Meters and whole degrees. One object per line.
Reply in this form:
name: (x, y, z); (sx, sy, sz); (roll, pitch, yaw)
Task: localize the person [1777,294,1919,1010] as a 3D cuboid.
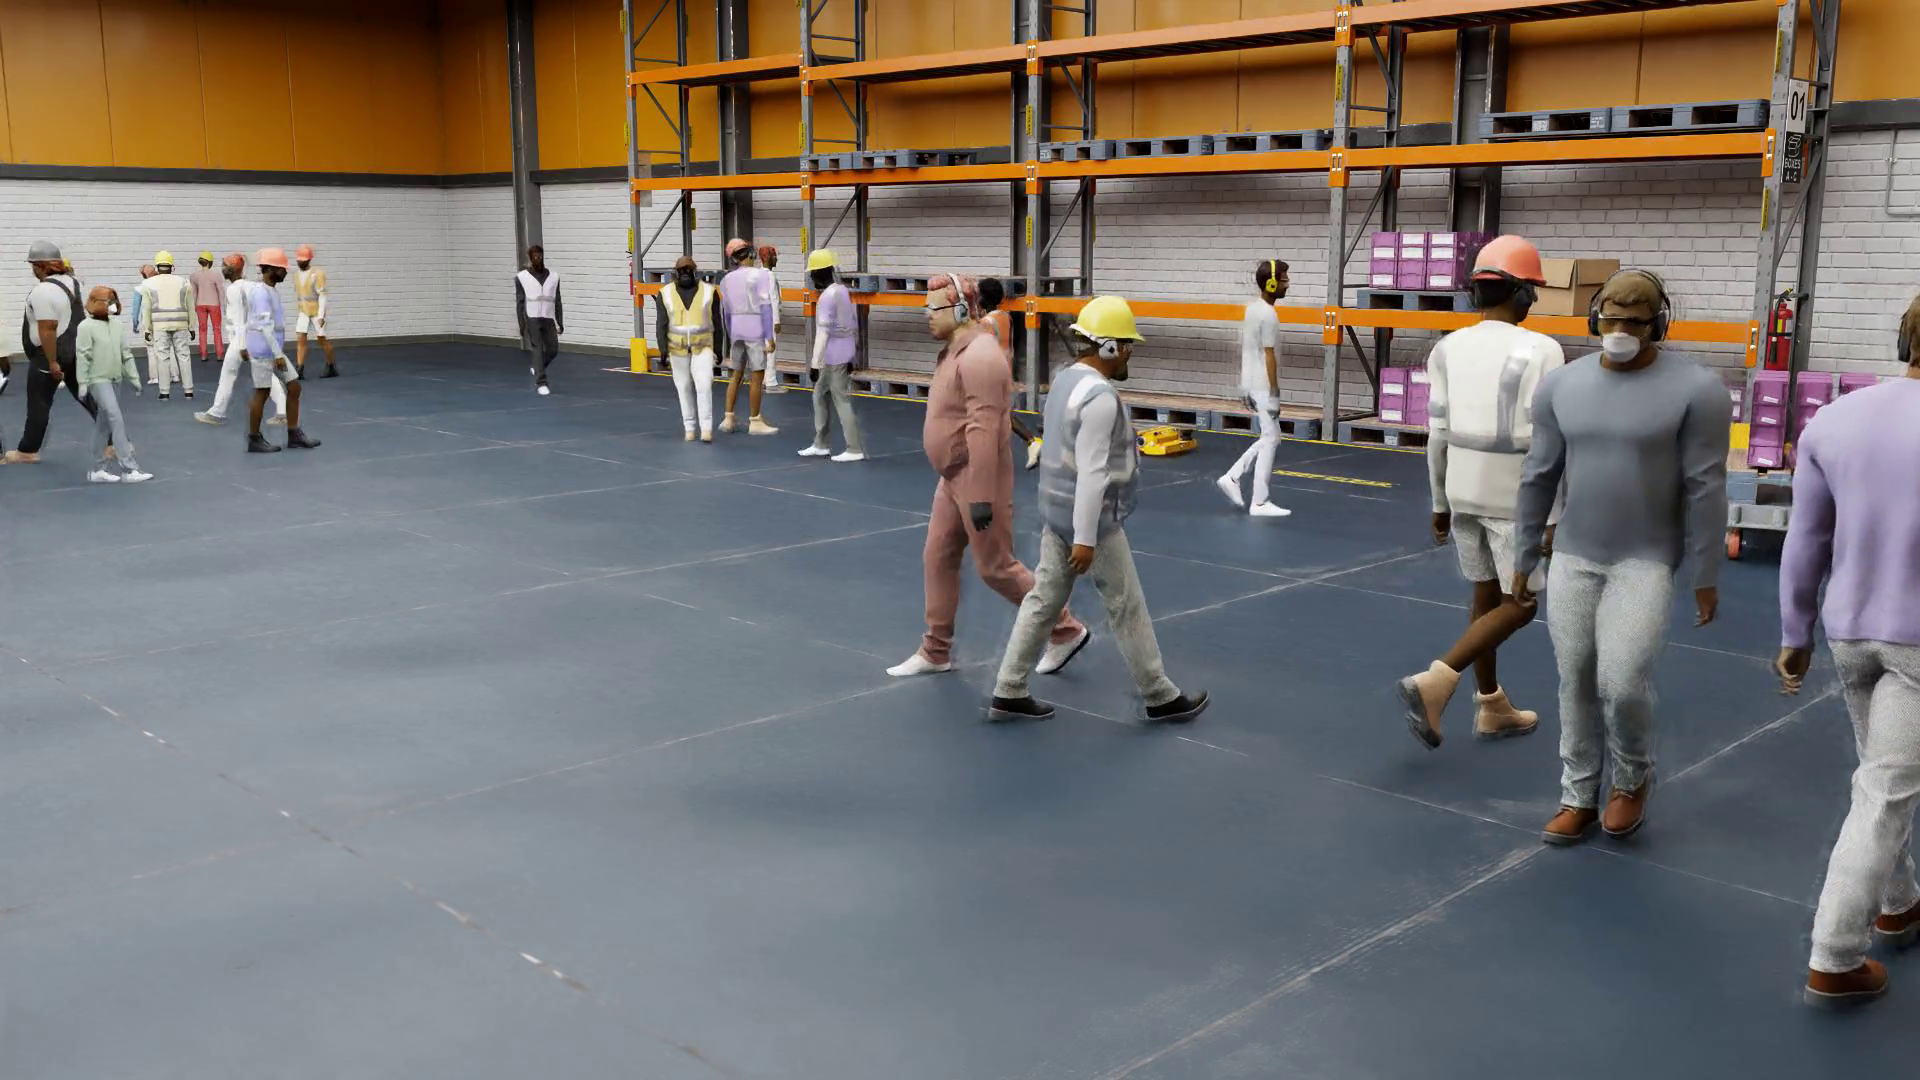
person: (2.602, 0.268, 4.448); (0.935, 1.897, 0.629); (-6, 12, -28)

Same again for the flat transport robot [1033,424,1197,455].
flat transport robot: (1.450, -0.985, 15.743); (1.431, 0.197, 0.652); (7, 12, 33)

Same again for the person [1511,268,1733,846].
person: (2.107, 0.087, 5.405); (0.672, 1.916, 0.444); (10, 14, 43)

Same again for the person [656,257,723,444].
person: (-2.631, -1.830, 16.168); (0.640, 1.805, 0.863); (-1, 10, -4)

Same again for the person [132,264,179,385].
person: (-10.932, -2.924, 22.609); (0.545, 1.632, 0.349); (-10, 14, -43)

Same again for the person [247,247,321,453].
person: (-6.335, -1.754, 15.485); (0.765, 1.906, 0.553); (-1, 10, -4)

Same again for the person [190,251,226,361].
person: (-12.077, -3.752, 26.755); (0.533, 1.767, 0.326); (0, 10, -2)

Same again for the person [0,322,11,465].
person: (-8.596, -1.570, 14.321); (0.644, 1.957, 0.722); (3, 11, 14)

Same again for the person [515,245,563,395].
person: (-5.397, -2.819, 21.301); (0.606, 1.897, 0.595); (-8, 13, -36)

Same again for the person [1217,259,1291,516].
person: (2.175, -1.080, 11.973); (0.451, 1.843, 0.543); (-1, 10, -5)

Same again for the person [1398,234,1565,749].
person: (2.033, -0.163, 6.467); (0.776, 2.025, 0.626); (-6, 12, -29)

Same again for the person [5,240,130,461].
person: (-8.043, -1.716, 14.901); (1.030, 2.000, 0.685); (1, 10, 8)

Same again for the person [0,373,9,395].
person: (-12.370, -2.608, 21.021); (0.889, 1.587, 0.533); (5, 11, 24)

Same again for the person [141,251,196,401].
person: (-9.685, -2.615, 20.372); (0.602, 1.830, 0.404); (-7, 13, -34)

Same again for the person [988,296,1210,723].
person: (0.542, -0.103, 6.840); (0.911, 1.786, 0.598); (-3, 11, -15)

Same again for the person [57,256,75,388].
person: (-11.843, -2.880, 22.058); (0.484, 1.745, 0.298); (3, 11, 18)

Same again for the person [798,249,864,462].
person: (-1.216, -1.623, 14.791); (0.791, 1.888, 0.611); (2, 11, 8)

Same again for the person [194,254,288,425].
person: (-7.652, -2.123, 17.720); (1.035, 1.831, 0.578); (1, 10, 3)

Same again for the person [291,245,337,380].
person: (-9.121, -3.182, 23.314); (0.572, 1.875, 0.969); (3, 11, 14)

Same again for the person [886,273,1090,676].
person: (0.143, -0.276, 7.551); (0.875, 1.869, 0.659); (-2, 11, -13)

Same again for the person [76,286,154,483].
person: (-6.861, -1.259, 13.569); (0.739, 1.600, 0.528); (2, 11, 9)

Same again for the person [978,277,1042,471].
person: (0.334, -1.391, 14.139); (0.767, 1.676, 0.533); (5, 11, 25)

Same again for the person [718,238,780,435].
person: (-2.166, -2.053, 16.907); (0.714, 1.990, 0.406); (8, 13, 38)

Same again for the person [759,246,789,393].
person: (-2.457, -2.835, 21.432); (0.355, 1.884, 0.576); (-6, 12, -28)
